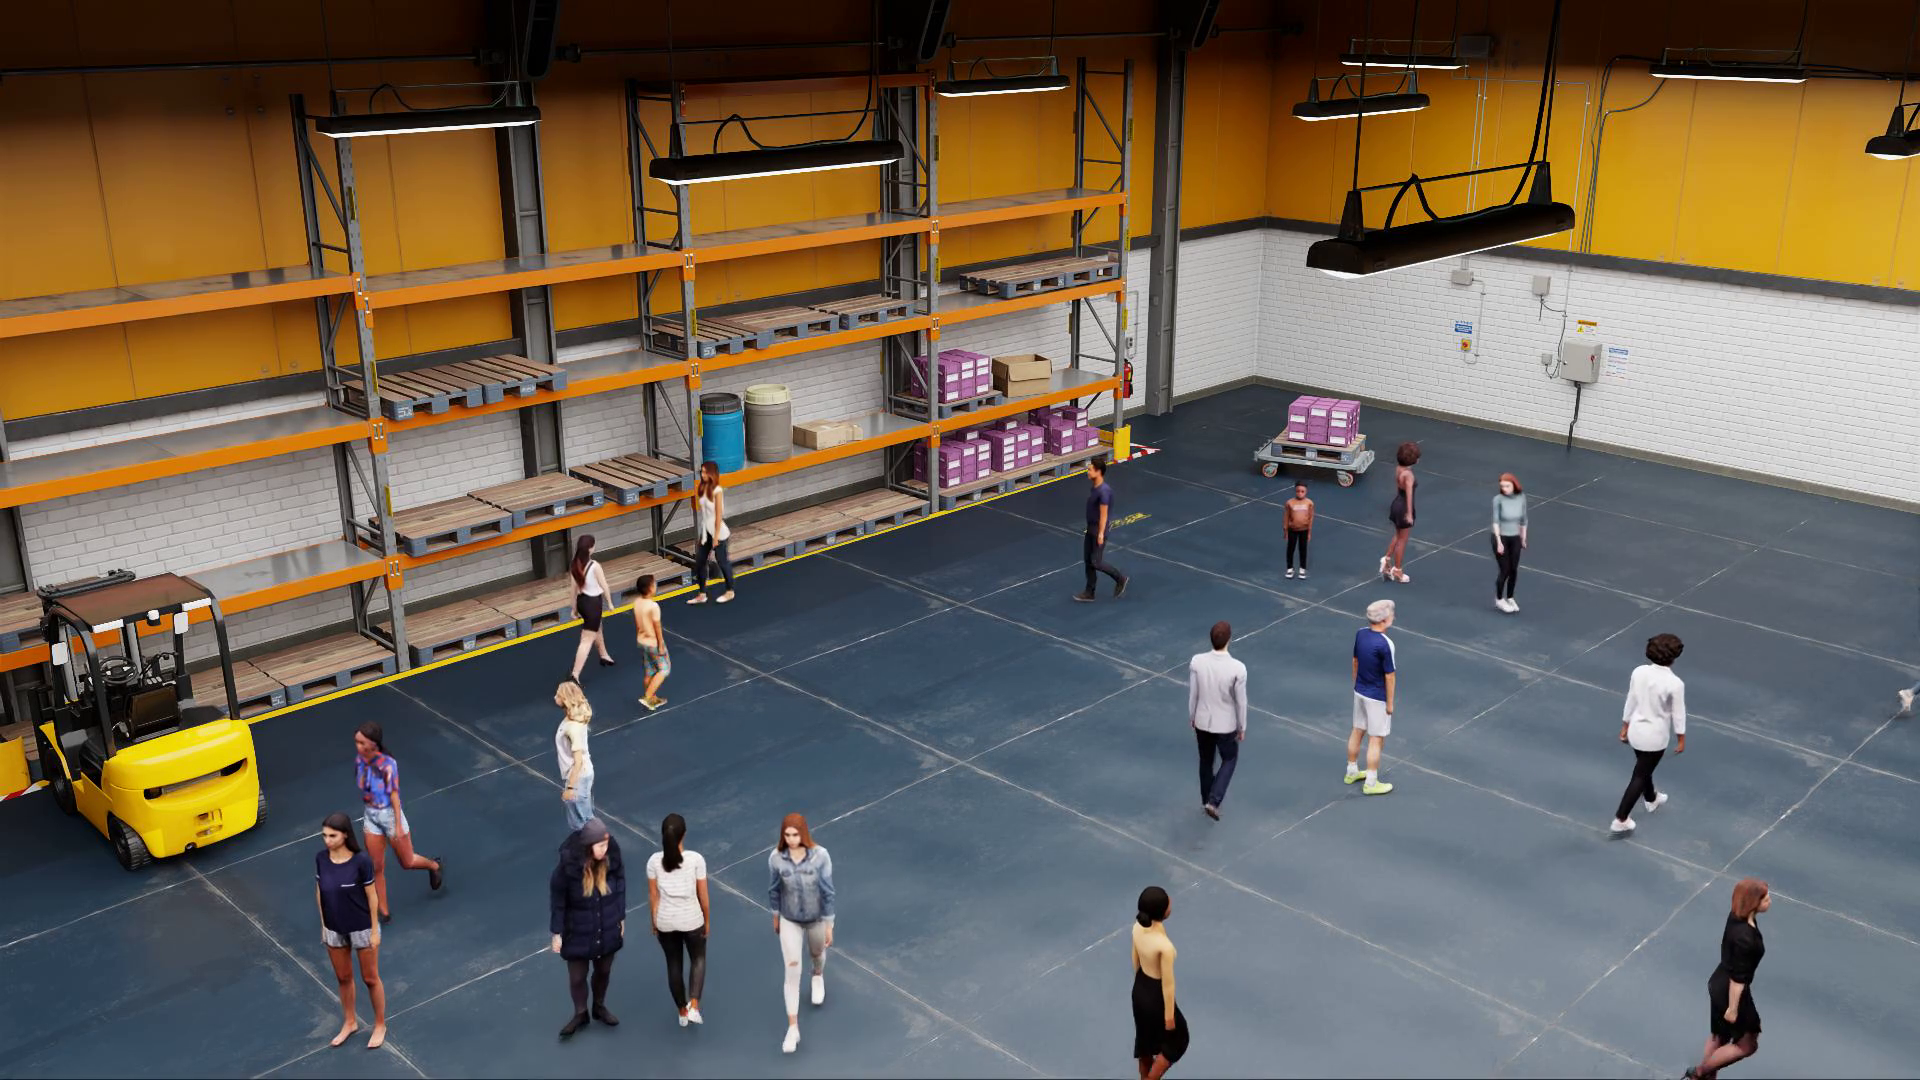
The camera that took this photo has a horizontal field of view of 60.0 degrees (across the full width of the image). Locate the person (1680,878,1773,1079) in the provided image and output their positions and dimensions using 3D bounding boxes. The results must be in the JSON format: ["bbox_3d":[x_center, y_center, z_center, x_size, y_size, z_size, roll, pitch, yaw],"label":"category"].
[{"bbox_3d":[4.916,2.947,10.784,0.789,1.695,0.717,5,19,14],"label":"person"}]

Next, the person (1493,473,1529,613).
[{"bbox_3d":[6.338,0.034,19.416,0.711,1.707,0.793,-6,20,-18],"label":"person"}]

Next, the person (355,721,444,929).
[{"bbox_3d":[-4.426,2.186,13.004,0.835,1.722,1.093,8,20,23],"label":"person"}]

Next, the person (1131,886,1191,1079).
[{"bbox_3d":[1.194,3.002,10.694,0.699,1.648,0.674,-11,21,-29],"label":"person"}]

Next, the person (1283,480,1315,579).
[{"bbox_3d":[4.206,-0.143,20.656,0.585,1.252,0.624,2,19,7],"label":"person"}]

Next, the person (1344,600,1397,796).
[{"bbox_3d":[3.755,1.406,15.144,0.639,1.834,0.694,-10,21,-27],"label":"person"}]

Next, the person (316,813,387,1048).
[{"bbox_3d":[-4.197,2.677,11.478,0.661,1.765,0.697,3,19,8],"label":"person"}]

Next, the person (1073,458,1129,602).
[{"bbox_3d":[1.709,-0.101,19.707,1.015,1.778,0.896,-5,19,-14],"label":"person"}]

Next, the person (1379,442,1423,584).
[{"bbox_3d":[5.413,-0.331,20.382,0.767,1.782,0.707,-1,19,-2],"label":"person"}]

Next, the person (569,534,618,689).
[{"bbox_3d":[-3.909,0.786,17.348,0.765,1.601,1.139,9,21,26],"label":"person"}]

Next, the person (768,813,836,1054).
[{"bbox_3d":[-1.077,2.649,11.735,1.137,1.654,1.167,-1,19,-2],"label":"person"}]

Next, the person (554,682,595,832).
[{"bbox_3d":[-3.113,1.963,13.670,0.738,1.719,0.724,-3,19,-9],"label":"person"}]

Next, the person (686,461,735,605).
[{"bbox_3d":[-2.831,-0.094,19.707,0.828,1.764,0.635,-16,25,-40],"label":"person"}]

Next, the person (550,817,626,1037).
[{"bbox_3d":[-2.591,2.693,11.605,0.686,1.653,0.838,-7,20,-20],"label":"person"}]

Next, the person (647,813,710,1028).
[{"bbox_3d":[-1.964,2.711,11.587,0.778,1.631,0.830,-1,19,-4],"label":"person"}]

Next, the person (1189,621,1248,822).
[{"bbox_3d":[2.203,1.618,14.512,0.861,1.836,1.014,9,20,24],"label":"person"}]

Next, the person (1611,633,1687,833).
[{"bbox_3d":[5.915,1.703,14.377,1.176,1.761,0.770,-13,22,-33],"label":"person"}]

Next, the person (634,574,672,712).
[{"bbox_3d":[-3.158,1.066,16.749,0.599,1.453,0.704,13,22,33],"label":"person"}]
